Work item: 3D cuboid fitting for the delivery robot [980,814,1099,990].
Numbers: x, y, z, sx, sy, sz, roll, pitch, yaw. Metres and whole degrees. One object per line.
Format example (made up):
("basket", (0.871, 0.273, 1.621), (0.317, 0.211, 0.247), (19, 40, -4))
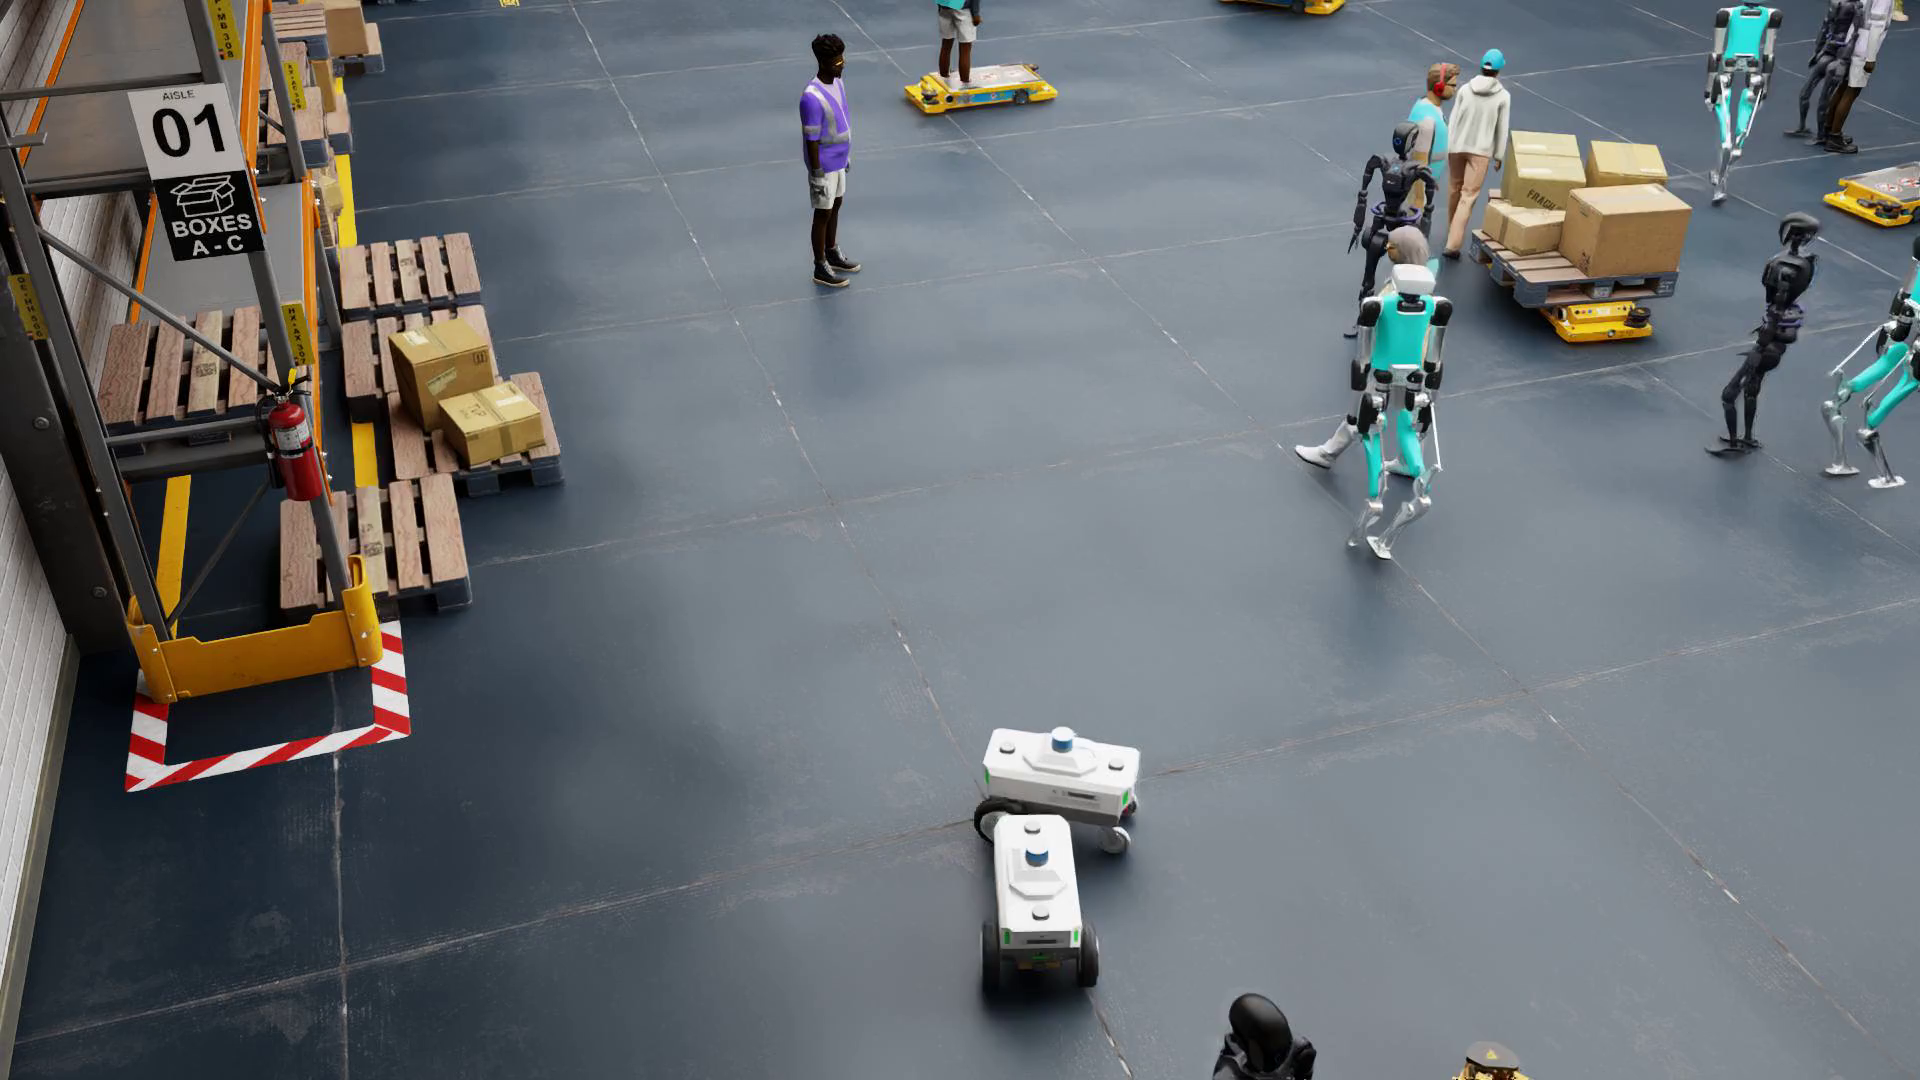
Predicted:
("delivery robot", (0.330, 1.565, 7.202), (0.499, 0.601, 0.775), (-1, 33, -1))

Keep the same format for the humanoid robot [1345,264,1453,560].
("humanoid robot", (2.520, -0.611, 9.467), (0.552, 1.795, 0.793), (-4, 33, -6))

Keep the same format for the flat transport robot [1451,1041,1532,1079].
("flat transport robot", (1.912, 2.476, 6.060), (0.659, 0.231, 1.431), (22, 39, 30))

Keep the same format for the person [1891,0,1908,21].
("person", (10.737, -6.970, 19.168), (0.590, 1.788, 0.910), (-16, 36, -22))

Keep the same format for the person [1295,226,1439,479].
("person", (2.579, -1.164, 10.345), (0.820, 1.677, 0.480), (15, 36, 21))

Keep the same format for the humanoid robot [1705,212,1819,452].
("humanoid robot", (5.115, -1.329, 10.607), (0.408, 1.640, 0.609), (17, 37, 24))

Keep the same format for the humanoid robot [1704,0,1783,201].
("humanoid robot", (6.713, -3.788, 14.331), (0.550, 1.755, 0.894), (6, 34, 9))

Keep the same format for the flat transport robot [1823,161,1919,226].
("flat transport robot", (8.320, -3.033, 14.511), (1.431, 0.231, 0.659), (-15, 36, -22))

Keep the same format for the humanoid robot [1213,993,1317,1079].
("humanoid robot", (0.932, 2.088, 5.367), (0.586, 1.655, 0.422), (-22, 39, -30))

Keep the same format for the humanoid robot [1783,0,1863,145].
("humanoid robot", (8.121, -4.497, 15.469), (0.322, 1.657, 0.608), (-1, 33, -2))

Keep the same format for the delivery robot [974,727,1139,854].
("delivery robot", (0.478, 1.141, 7.840), (0.769, 0.587, 0.499), (7, 34, 11))

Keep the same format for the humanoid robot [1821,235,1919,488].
("humanoid robot", (5.676, -1.121, 10.223), (0.724, 1.777, 0.530), (-7, 34, -10))

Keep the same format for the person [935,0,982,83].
("person", (-0.035, -5.300, 16.459), (0.551, 1.939, 0.434), (26, 41, 34))

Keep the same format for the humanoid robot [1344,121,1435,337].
("humanoid robot", (3.098, -2.192, 11.918), (0.599, 1.657, 0.315), (21, 39, 29))

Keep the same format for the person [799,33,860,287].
("person", (-1.011, -2.924, 12.800), (0.369, 1.960, 0.602), (9, 34, 13))

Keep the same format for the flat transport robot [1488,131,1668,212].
("flat transport robot", (4.839, -2.278, 13.352), (0.659, 0.231, 1.431), (7, 34, 10))

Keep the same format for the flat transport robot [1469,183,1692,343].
("flat transport robot", (4.672, -1.925, 12.810), (0.659, 0.231, 1.431), (-5, 33, -8))

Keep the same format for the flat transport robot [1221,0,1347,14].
("flat transport robot", (3.840, -6.526, 19.867), (1.431, 0.231, 0.659), (17, 37, 24))

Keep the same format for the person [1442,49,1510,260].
("person", (4.117, -3.107, 13.385), (0.489, 1.623, 0.834), (18, 37, 25))

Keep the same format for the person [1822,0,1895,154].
("person", (8.346, -4.537, 15.302), (0.383, 1.929, 0.541), (6, 34, 8))

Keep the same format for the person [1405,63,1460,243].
("person", (3.476, -2.675, 12.525), (0.434, 1.835, 0.587), (9, 34, 14))

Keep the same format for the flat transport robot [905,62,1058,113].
("flat transport robot", (0.214, -4.595, 16.906), (1.431, 0.231, 0.659), (-11, 35, -17))
